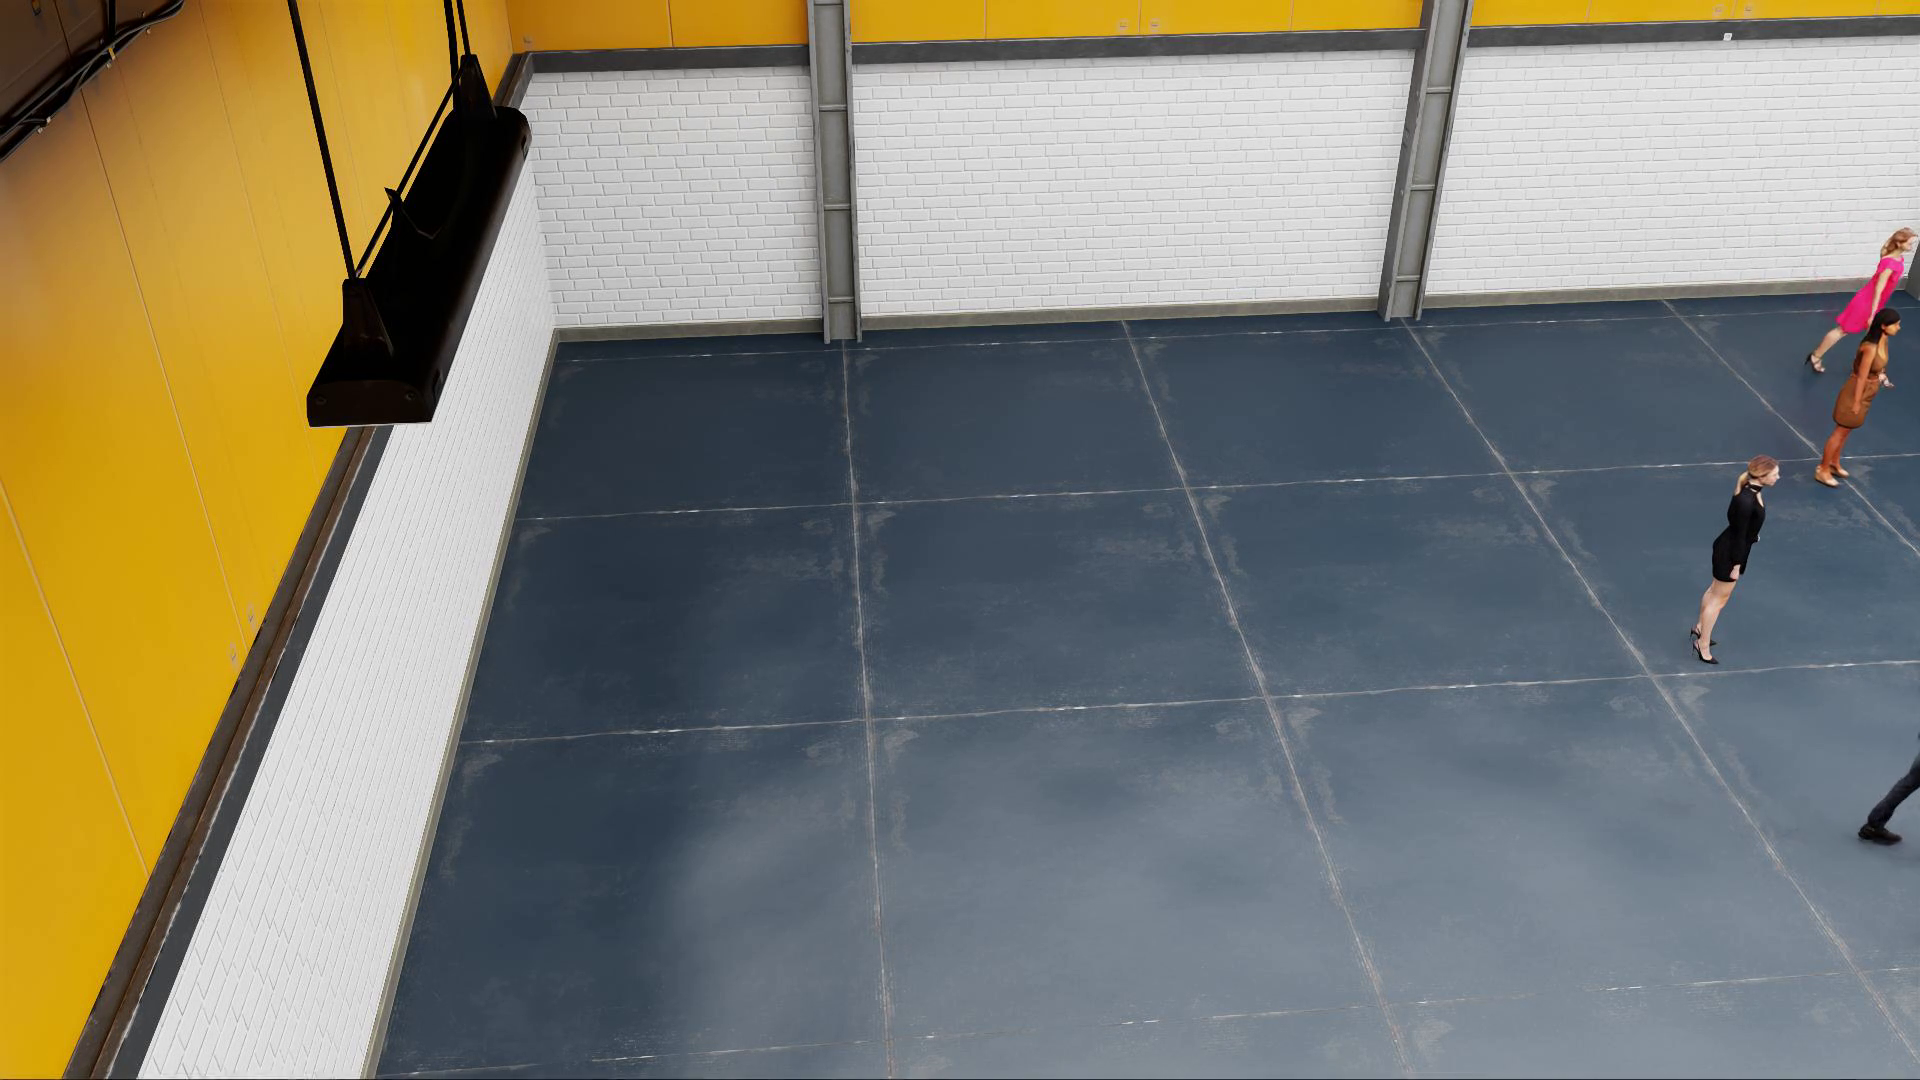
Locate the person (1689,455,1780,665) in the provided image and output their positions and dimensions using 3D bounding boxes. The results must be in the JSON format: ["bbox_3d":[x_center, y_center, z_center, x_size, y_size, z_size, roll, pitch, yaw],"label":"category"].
[{"bbox_3d":[5.813,0.123,12.518,0.643,1.768,0.642,11,35,16],"label":"person"}]

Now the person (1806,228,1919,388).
[{"bbox_3d":[8.803,-2.315,16.278,1.073,1.665,1.055,25,41,33],"label":"person"}]

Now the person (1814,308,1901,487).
[{"bbox_3d":[7.926,-1.275,14.693,0.691,1.689,0.622,27,42,34],"label":"person"}]
